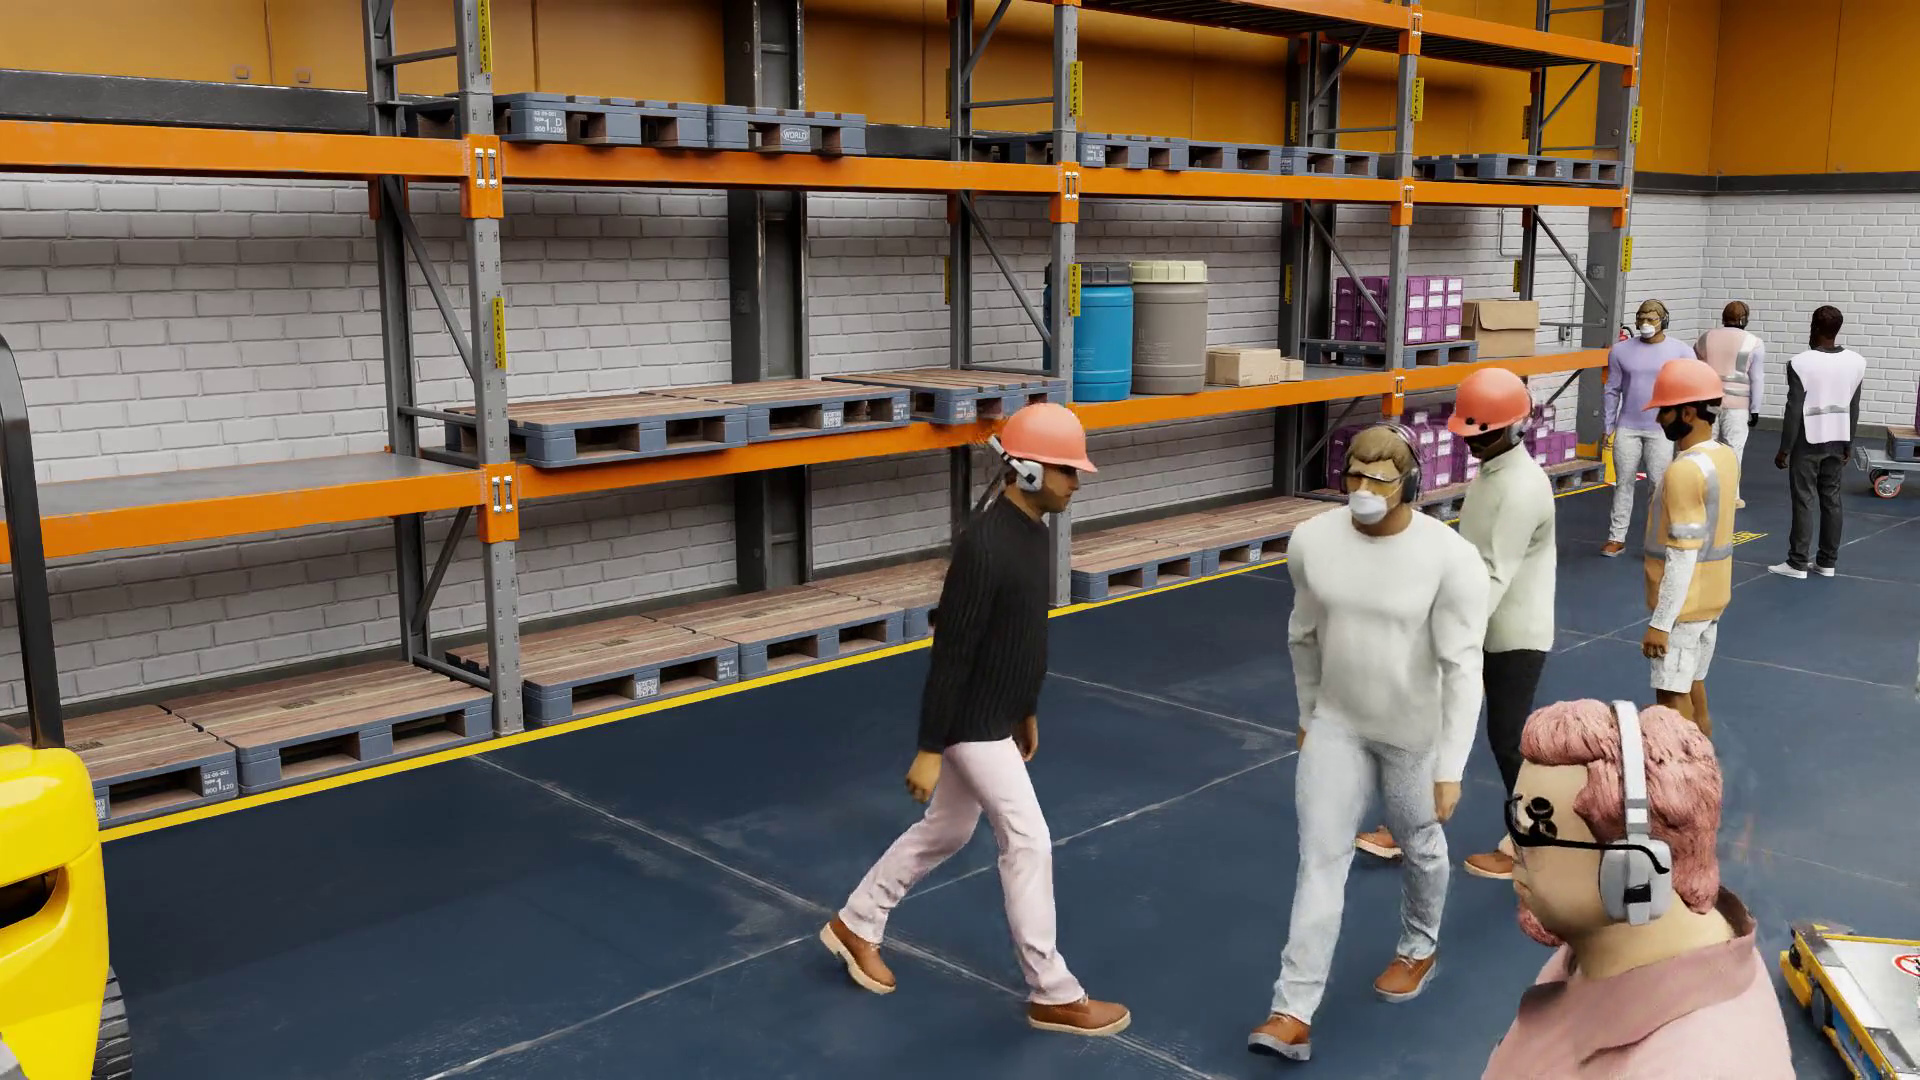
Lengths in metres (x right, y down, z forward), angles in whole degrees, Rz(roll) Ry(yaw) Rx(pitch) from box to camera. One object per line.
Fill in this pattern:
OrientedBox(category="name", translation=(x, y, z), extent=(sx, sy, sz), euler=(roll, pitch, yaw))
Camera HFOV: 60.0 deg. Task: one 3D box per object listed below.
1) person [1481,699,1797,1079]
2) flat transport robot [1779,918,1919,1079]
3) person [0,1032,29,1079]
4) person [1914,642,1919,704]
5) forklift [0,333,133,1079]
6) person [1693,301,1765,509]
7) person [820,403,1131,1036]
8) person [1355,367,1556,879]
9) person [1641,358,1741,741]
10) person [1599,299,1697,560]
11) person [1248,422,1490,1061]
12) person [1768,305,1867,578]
OrientedBox(category="person", translation=(0.824, 1.108, 2.002), extent=(0.679, 1.883, 0.671), euler=(4, 11, 21))
OrientedBox(category="flat transport robot", translation=(2.832, 1.437, 4.637), extent=(0.652, 0.197, 1.431), euler=(2, 11, 12))
OrientedBox(category="person", translation=(-2.026, 0.885, 3.086), extent=(0.622, 1.947, 0.534), euler=(8, 13, 36))
OrientedBox(category="person", translation=(3.862, 0.495, 6.170), extent=(0.515, 1.583, 0.845), euler=(7, 13, 35))
OrientedBox(category="forklift", translation=(-3.289, 0.485, 4.582), extent=(1.214, 2.155, 2.313), euler=(-10, 14, -44))
OrientedBox(category="person", translation=(6.787, -1.189, 14.717), extent=(0.432, 1.836, 0.618), euler=(-10, 14, -42))
OrientedBox(category="person", translation=(0.002, 0.532, 5.068), extent=(1.006, 1.935, 0.647), euler=(3, 11, 14))
OrientedBox(category="person", translation=(1.854, 0.337, 6.088), extent=(0.823, 1.937, 0.645), euler=(0, 10, -2))
OrientedBox(category="person", translation=(2.840, 0.248, 6.588), extent=(0.364, 1.933, 0.543), euler=(8, 13, 37))
OrientedBox(category="person", translation=(5.088, -0.812, 12.351), extent=(0.635, 1.937, 0.352), euler=(7, 13, 34))
OrientedBox(category="person", translation=(1.221, 0.581, 4.922), extent=(0.642, 1.867, 1.079), euler=(8, 13, 36))
OrientedBox(category="person", translation=(6.033, -0.681, 11.694), extent=(0.591, 1.919, 0.392), euler=(-3, 11, -14))
